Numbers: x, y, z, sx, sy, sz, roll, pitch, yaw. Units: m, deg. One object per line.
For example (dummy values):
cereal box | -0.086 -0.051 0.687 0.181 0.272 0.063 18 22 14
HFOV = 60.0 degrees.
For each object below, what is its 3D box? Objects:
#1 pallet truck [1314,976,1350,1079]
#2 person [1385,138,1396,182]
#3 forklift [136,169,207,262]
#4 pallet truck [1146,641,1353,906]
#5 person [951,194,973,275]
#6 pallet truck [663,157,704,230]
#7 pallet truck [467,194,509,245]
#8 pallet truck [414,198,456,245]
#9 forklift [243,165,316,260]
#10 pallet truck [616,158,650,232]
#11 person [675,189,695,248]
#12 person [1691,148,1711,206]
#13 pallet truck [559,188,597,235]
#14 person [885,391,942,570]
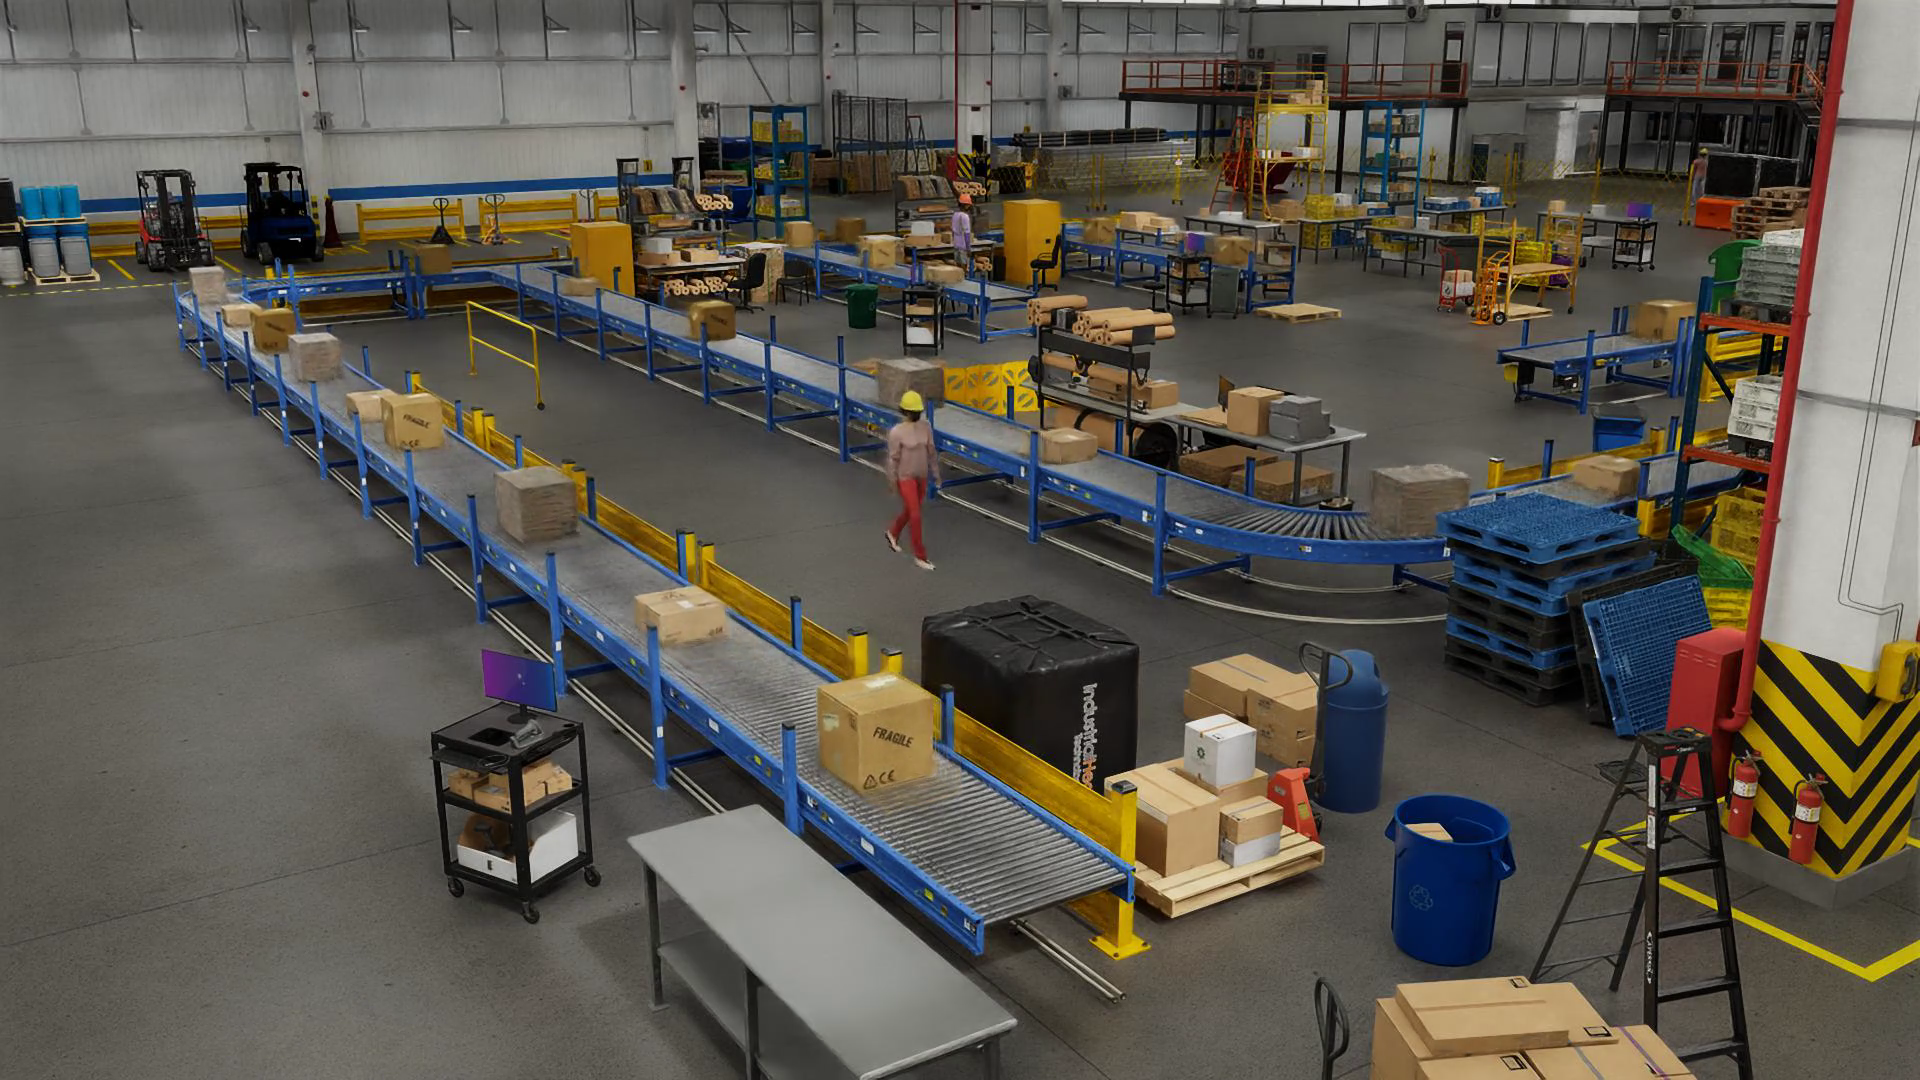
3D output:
pallet truck | 2.299 2.390 7.086 1.601 1.201 0.680 -2 17 -7
person | 14.482 -12.711 56.278 0.506 1.846 0.346 -14 22 -39
forklift | -17.842 -7.318 37.559 1.157 1.987 2.680 -10 20 -31
pallet truck | 1.664 1.407 10.232 1.630 1.274 0.653 -10 20 -31
person | 0.067 -5.850 33.127 0.392 2.034 0.605 -8 19 -26
pallet truck | -7.586 -9.308 44.692 0.823 1.965 1.885 -11 20 -33
pallet truck | -11.983 -8.177 42.137 0.704 1.261 1.522 -11 20 -33
pallet truck | -13.250 -8.060 41.856 0.680 1.201 1.601 -10 20 -31
forklift | -15.898 -7.669 38.708 1.157 1.987 2.680 -11 20 -33
pallet truck | -8.918 -9.176 44.255 0.823 1.965 1.885 -9 19 -27
person | -6.037 -6.748 36.445 1.004 1.855 0.649 -13 21 -38
person | 22.848 -11.180 51.317 0.523 1.769 0.314 9 19 28
pallet truck | -10.010 -8.652 43.699 0.653 1.274 1.630 -10 20 -31
person | -0.509 -0.635 16.279 0.522 1.738 0.831 -15 22 -41
